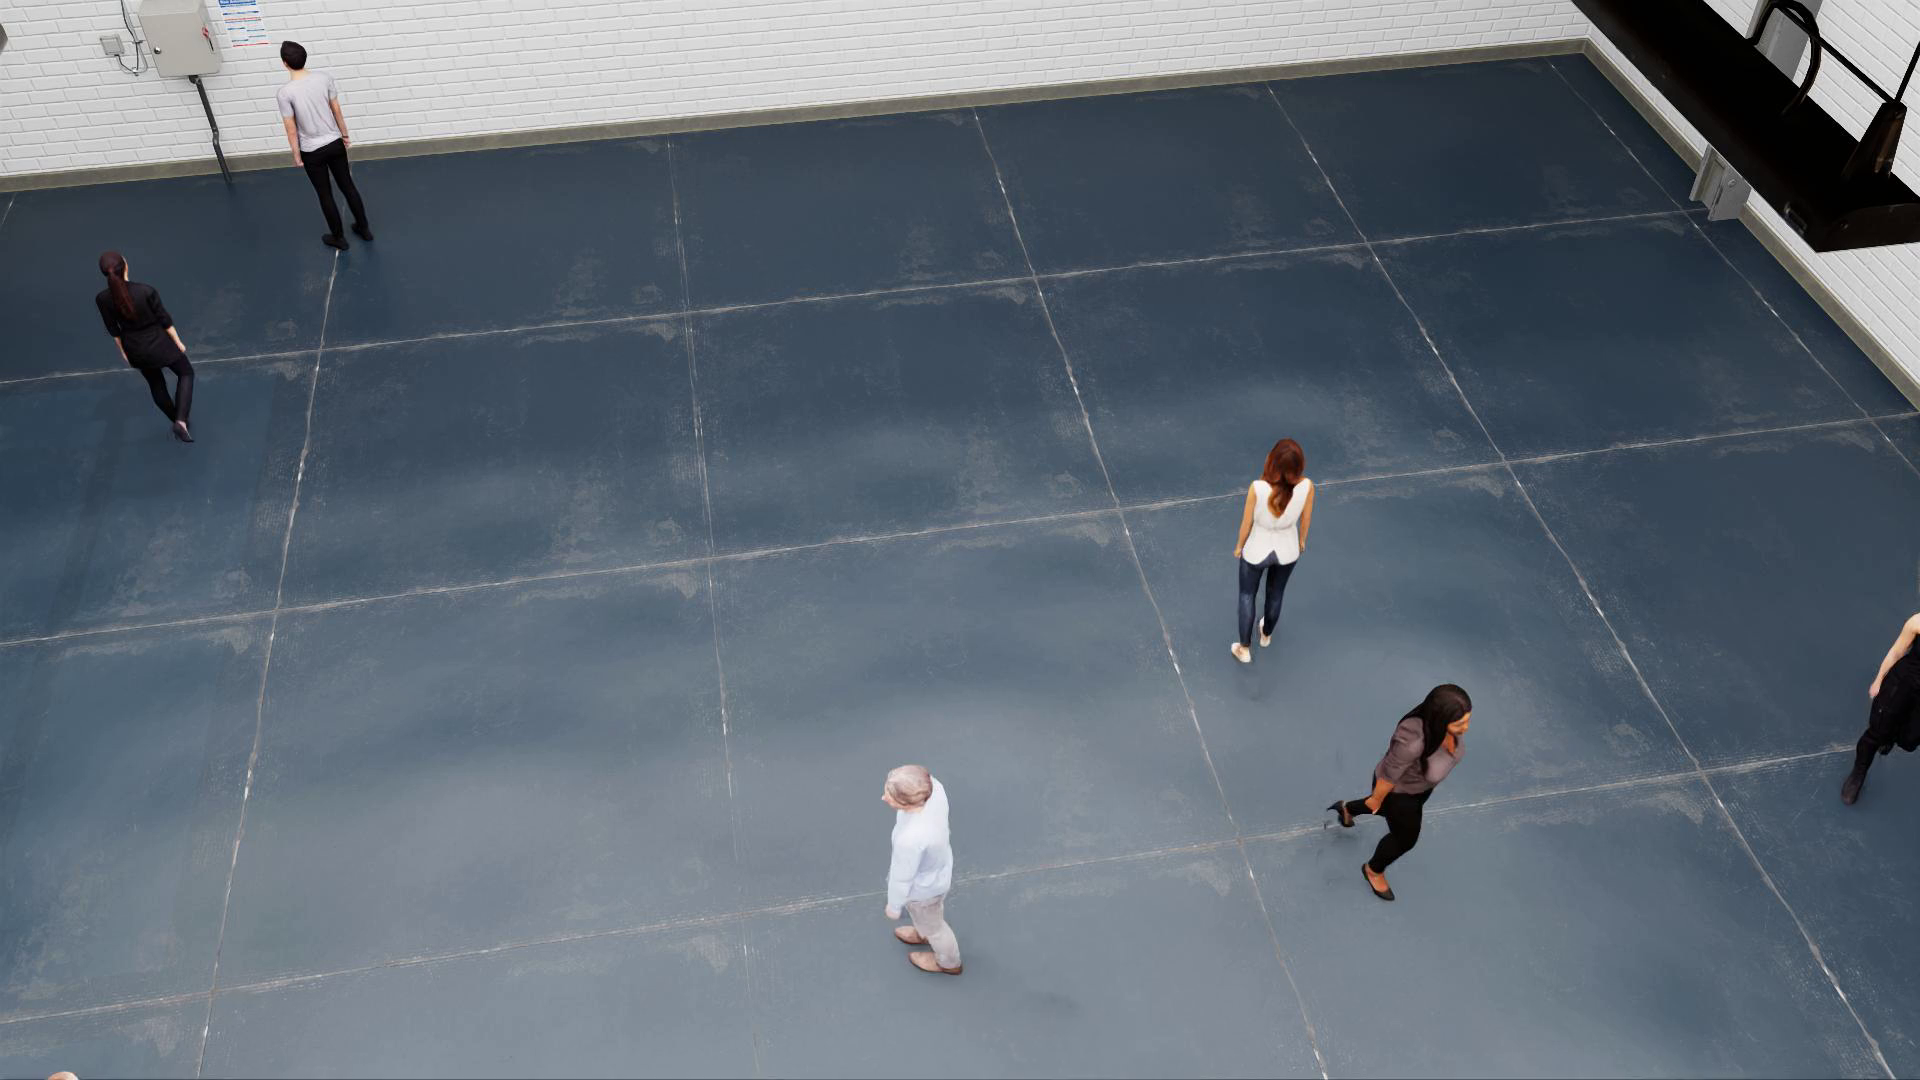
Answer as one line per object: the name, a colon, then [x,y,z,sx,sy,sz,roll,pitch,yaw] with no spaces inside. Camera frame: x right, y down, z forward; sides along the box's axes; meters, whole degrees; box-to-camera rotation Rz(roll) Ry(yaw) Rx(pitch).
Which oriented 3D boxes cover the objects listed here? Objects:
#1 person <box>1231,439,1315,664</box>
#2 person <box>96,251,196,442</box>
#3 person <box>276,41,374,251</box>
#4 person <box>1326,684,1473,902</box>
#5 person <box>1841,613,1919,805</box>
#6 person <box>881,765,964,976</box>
person: [1.978,0.088,10.547,0.671,1.787,0.730,0,44,0]
person: [-5.917,-1.344,12.151,0.609,1.649,0.716,-6,44,-6]
person: [-5.402,-3.331,14.083,0.741,1.861,0.749,-33,53,-30]
person: [2.400,1.326,9.245,1.063,1.792,0.956,31,52,29]
person: [5.646,0.857,9.821,0.887,1.677,0.968,22,48,21]
person: [-0.102,1.772,8.724,0.871,1.865,0.763,10,44,10]
